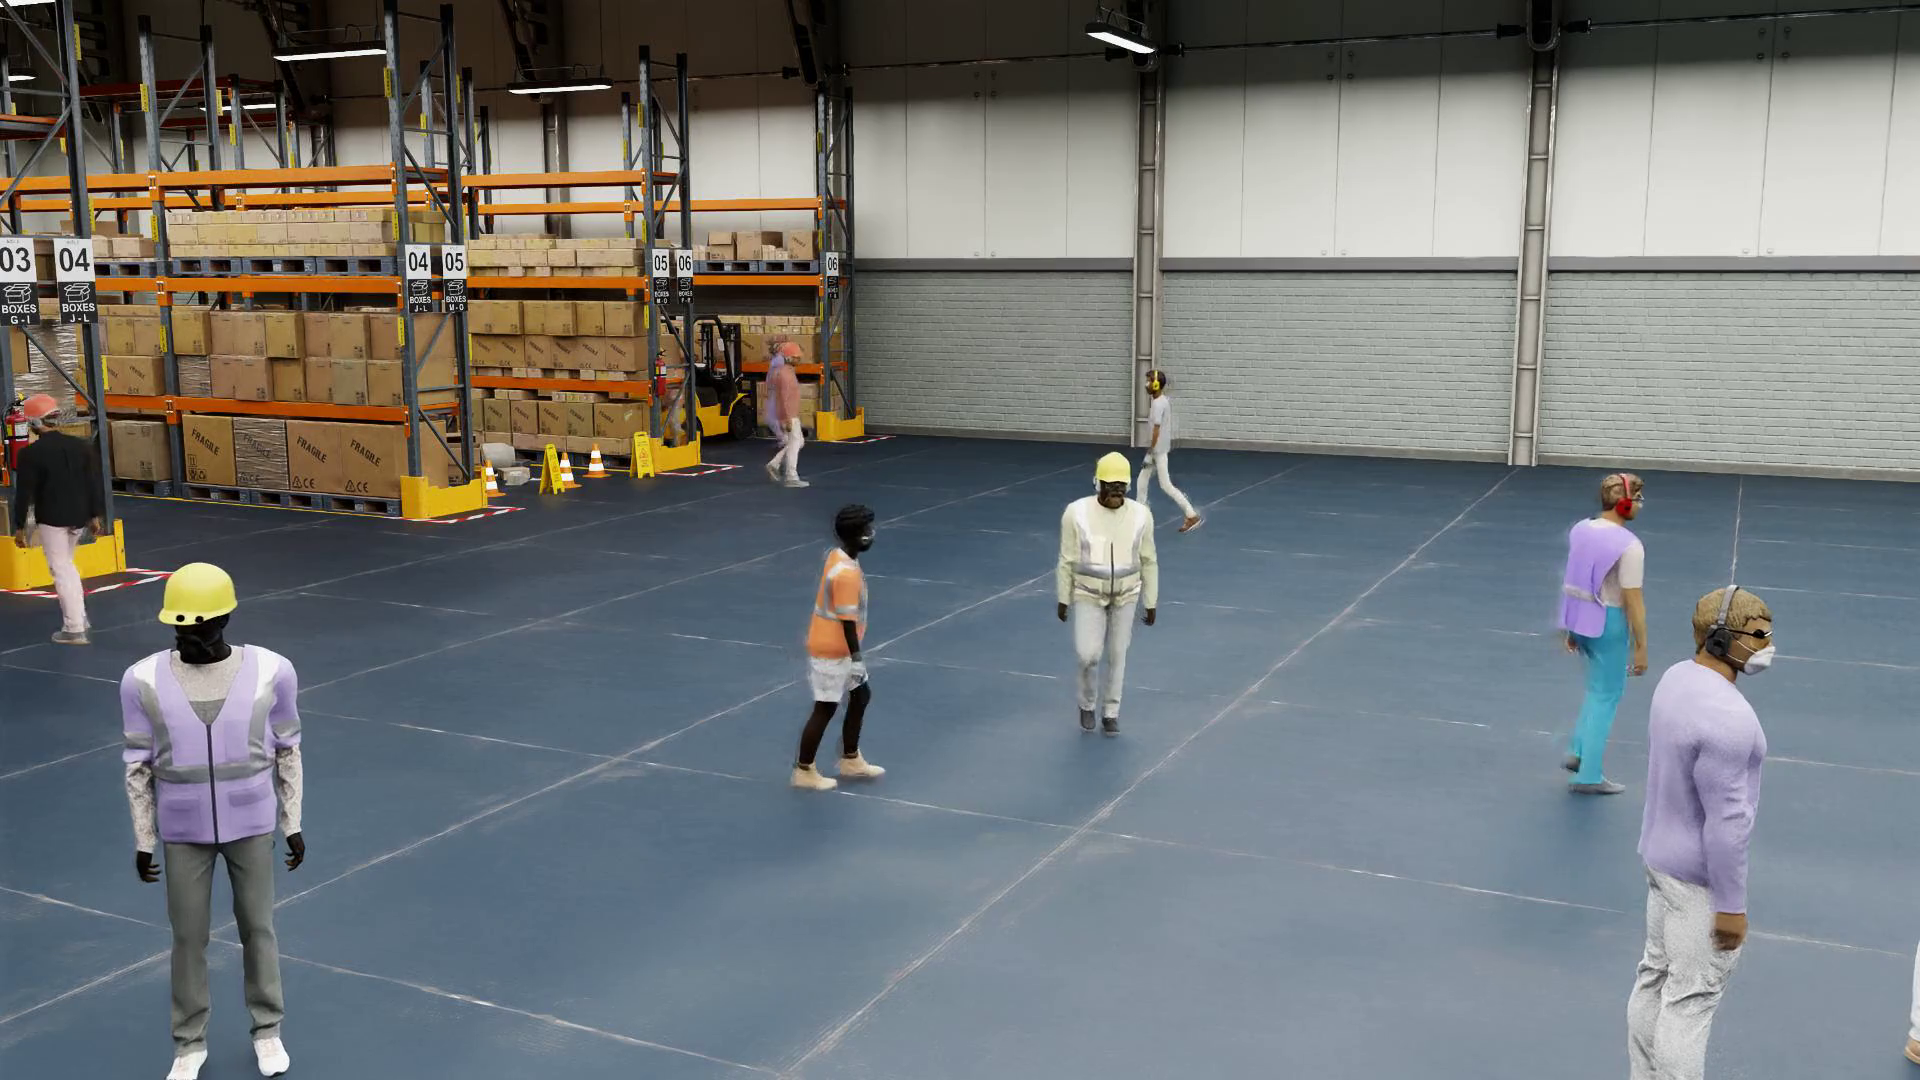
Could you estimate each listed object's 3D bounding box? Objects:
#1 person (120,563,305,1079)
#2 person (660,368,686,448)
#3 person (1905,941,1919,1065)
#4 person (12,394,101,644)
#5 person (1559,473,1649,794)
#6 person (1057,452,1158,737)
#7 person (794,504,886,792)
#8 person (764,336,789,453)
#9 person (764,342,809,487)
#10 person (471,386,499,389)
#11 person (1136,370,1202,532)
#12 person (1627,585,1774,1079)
[{"bbox_3d":[-2.673,1.022,6.003,0.590,1.923,0.384,-3,10,-20],"label":"person"},{"bbox_3d":[-4.587,-2.135,26.259,0.588,1.615,0.546,4,10,23],"label":"person"},{"bbox_3d":[3.770,1.062,6.044,0.627,1.836,0.428,-3,10,-19],"label":"person"},{"bbox_3d":[-7.139,-0.160,13.089,0.577,1.974,0.647,3,10,19],"label":"person"},{"bbox_3d":[3.619,0.531,9.303,0.470,1.826,0.591,-2,9,-11],"label":"person"},{"bbox_3d":[0.935,0.350,10.439,0.631,1.814,0.438,-1,9,-7],"label":"person"},{"bbox_3d":[-0.657,0.613,9.308,0.622,1.652,0.539,-1,9,-4],"label":"person"},{"bbox_3d":[-2.924,-2.311,26.556,0.496,1.886,0.682,-1,9,-6],"label":"person"},{"bbox_3d":[-2.333,-1.690,22.471,0.510,1.972,0.630,0,9,-3],"label":"person"},{"bbox_3d":[-7.982,-2.492,27.740,0.969,1.867,0.656,4,10,25],"label":"person"},{"bbox_3d":[2.266,-0.989,18.621,0.929,1.838,0.527,0,9,2],"label":"person"},{"bbox_3d":[2.439,1.101,5.487,0.379,1.937,0.629,1,9,7],"label":"person"}]
